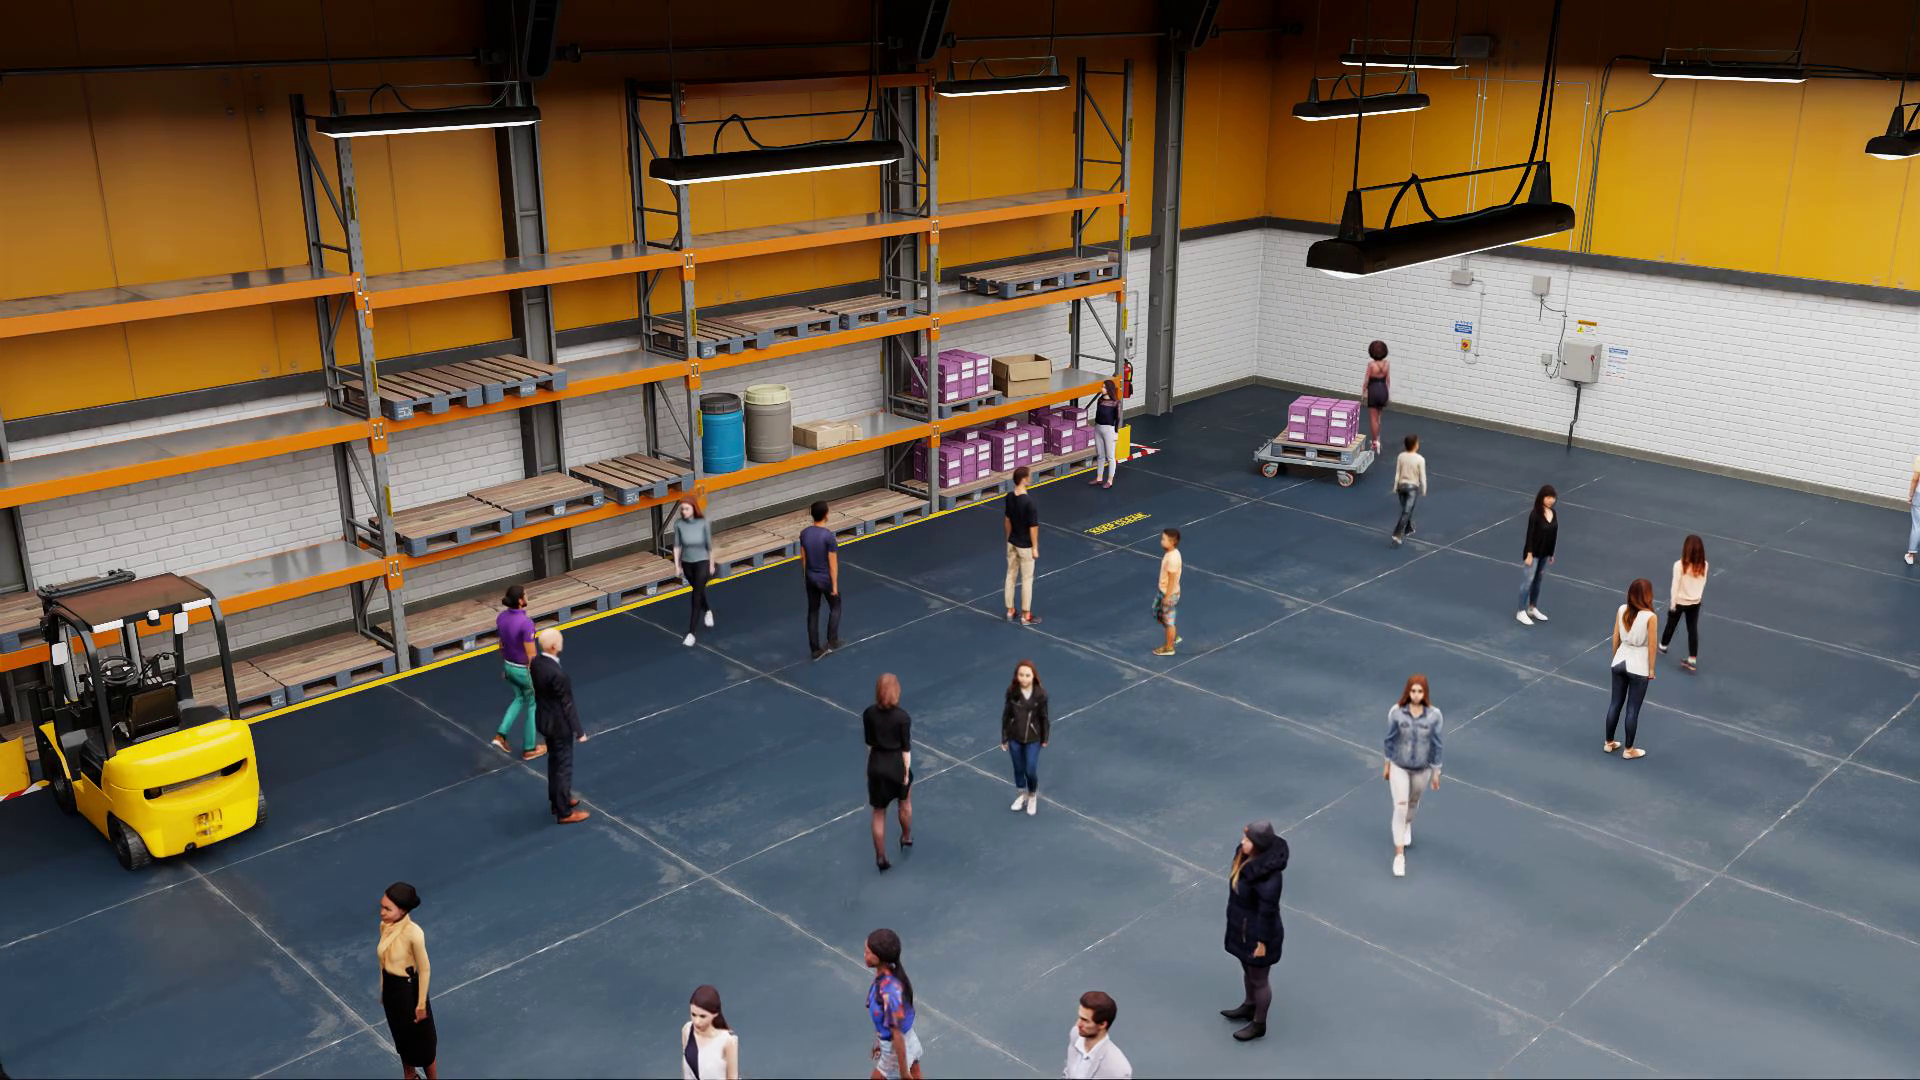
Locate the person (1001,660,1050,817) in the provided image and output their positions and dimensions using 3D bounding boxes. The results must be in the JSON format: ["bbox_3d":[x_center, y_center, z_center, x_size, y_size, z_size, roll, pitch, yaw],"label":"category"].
[{"bbox_3d":[0.592,1.715,14.800,0.638,1.468,0.657,7,20,19],"label":"person"}]

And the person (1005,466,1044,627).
[{"bbox_3d":[0.703,0.056,19.119,0.523,1.856,0.630,-16,25,-40],"label":"person"}]

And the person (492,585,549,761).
[{"bbox_3d":[-4.195,1.277,15.654,0.714,1.753,0.838,12,22,32],"label":"person"}]

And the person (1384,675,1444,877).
[{"bbox_3d":[3.783,1.894,13.960,1.019,1.664,1.183,4,19,11],"label":"person"}]

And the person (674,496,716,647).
[{"bbox_3d":[-2.933,0.304,18.659,1.094,1.679,1.256,1,19,4],"label":"person"}]

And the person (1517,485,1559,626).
[{"bbox_3d":[6.667,0.144,19.191,0.538,1.643,0.670,-10,21,-28],"label":"person"}]

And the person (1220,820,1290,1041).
[{"bbox_3d":[2.068,2.691,11.578,0.837,1.674,0.792,-2,19,-7],"label":"person"}]

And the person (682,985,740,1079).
[{"bbox_3d":[-1.402,3.310,9.820,0.797,1.624,0.960,5,19,16],"label":"person"}]

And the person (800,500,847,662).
[{"bbox_3d":[-1.566,0.467,18.023,0.787,1.776,0.839,9,20,24],"label":"person"}]

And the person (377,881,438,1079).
[{"bbox_3d":[-3.583,2.969,10.787,0.614,1.653,0.604,11,22,30],"label":"person"}]

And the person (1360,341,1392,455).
[{"bbox_3d":[6.554,-2.209,25.973,0.745,1.773,0.804,-5,19,-15],"label":"person"}]

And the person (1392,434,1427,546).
[{"bbox_3d":[5.861,-0.647,21.853,0.607,1.442,1.006,15,24,38],"label":"person"}]

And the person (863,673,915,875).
[{"bbox_3d":[-0.621,1.965,13.739,0.810,1.671,0.953,7,20,20],"label":"person"}]

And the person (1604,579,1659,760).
[{"bbox_3d":[6.368,1.213,15.793,0.569,1.785,0.617,-13,23,-34],"label":"person"}]

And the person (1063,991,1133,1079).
[{"bbox_3d":[0.761,3.340,9.371,0.684,1.852,0.737,-10,21,-28],"label":"person"}]

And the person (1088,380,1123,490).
[{"bbox_3d":[2.122,-1.553,24.287,0.531,1.607,0.598,-17,25,-40],"label":"person"}]

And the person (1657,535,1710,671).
[{"bbox_3d":[7.842,0.694,17.869,0.977,1.445,0.983,-2,19,-7],"label":"person"}]

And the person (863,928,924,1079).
[{"bbox_3d":[-0.300,3.157,10.138,0.971,1.711,0.919,0,19,-1],"label":"person"}]

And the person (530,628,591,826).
[{"bbox_3d":[-3.541,1.625,14.546,0.635,1.800,0.701,-15,24,-38],"label":"person"}]

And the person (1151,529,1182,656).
[{"bbox_3d":[2.358,0.566,18.232,0.722,1.456,0.663,0,19,1],"label":"person"}]

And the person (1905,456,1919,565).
[{"bbox_3d":[12.267,-0.523,21.046,0.684,1.724,0.635,10,21,28],"label":"person"}]
